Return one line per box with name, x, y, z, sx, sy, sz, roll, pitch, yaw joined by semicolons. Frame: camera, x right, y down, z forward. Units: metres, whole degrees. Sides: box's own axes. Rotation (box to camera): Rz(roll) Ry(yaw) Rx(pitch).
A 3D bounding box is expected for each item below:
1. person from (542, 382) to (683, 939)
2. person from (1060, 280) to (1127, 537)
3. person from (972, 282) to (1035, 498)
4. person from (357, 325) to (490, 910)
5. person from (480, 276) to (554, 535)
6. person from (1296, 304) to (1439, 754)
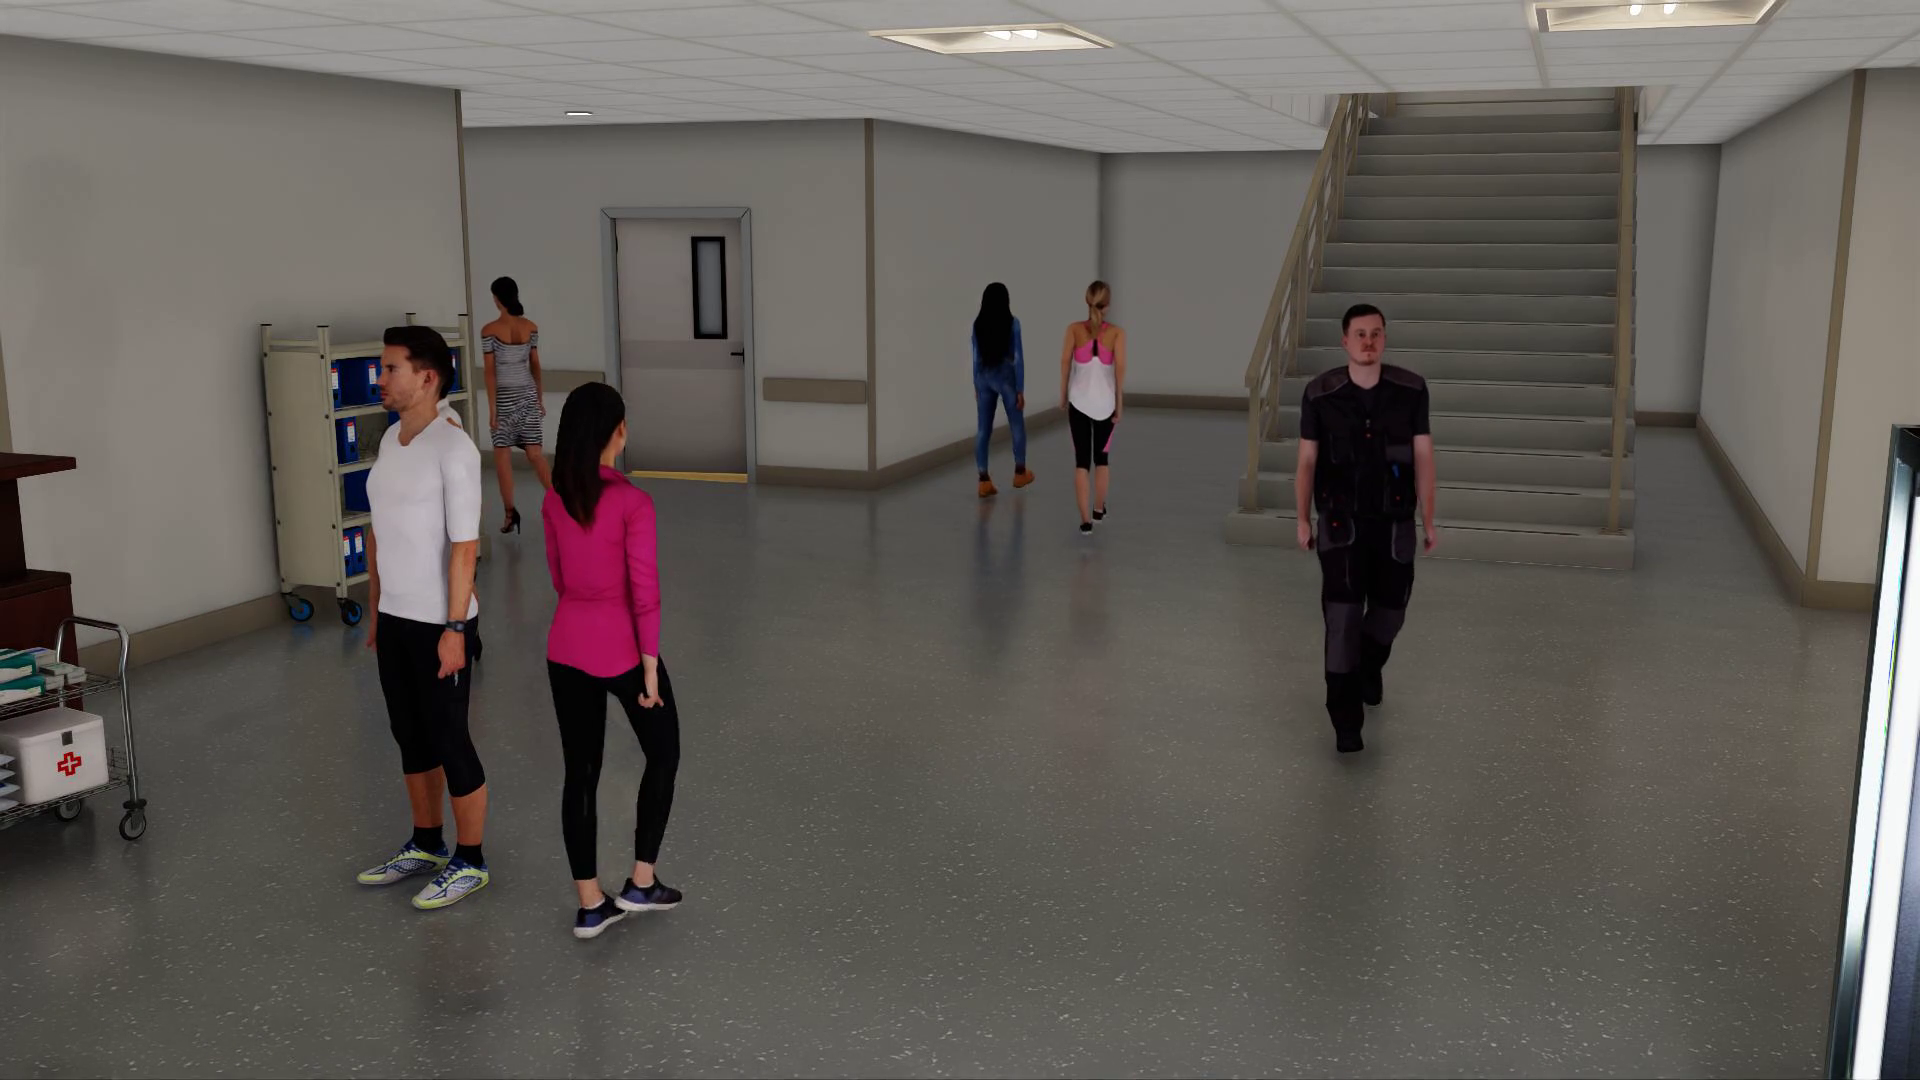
person;-1.126;0.388;4.998;0.567;1.689;0.586;4;11;19
person;0.892;-0.862;11.454;0.789;1.739;1.187;2;11;8
person;0.261;-1.176;13.245;0.670;1.687;0.986;5;12;23
person;-1.723;0.234;5.372;0.733;1.852;0.689;9;14;39
person;-2.969;-0.856;11.290;1.121;1.788;1.027;-9;14;-38
person;1.716;-0.068;7.050;0.900;1.820;1.234;1;11;7
